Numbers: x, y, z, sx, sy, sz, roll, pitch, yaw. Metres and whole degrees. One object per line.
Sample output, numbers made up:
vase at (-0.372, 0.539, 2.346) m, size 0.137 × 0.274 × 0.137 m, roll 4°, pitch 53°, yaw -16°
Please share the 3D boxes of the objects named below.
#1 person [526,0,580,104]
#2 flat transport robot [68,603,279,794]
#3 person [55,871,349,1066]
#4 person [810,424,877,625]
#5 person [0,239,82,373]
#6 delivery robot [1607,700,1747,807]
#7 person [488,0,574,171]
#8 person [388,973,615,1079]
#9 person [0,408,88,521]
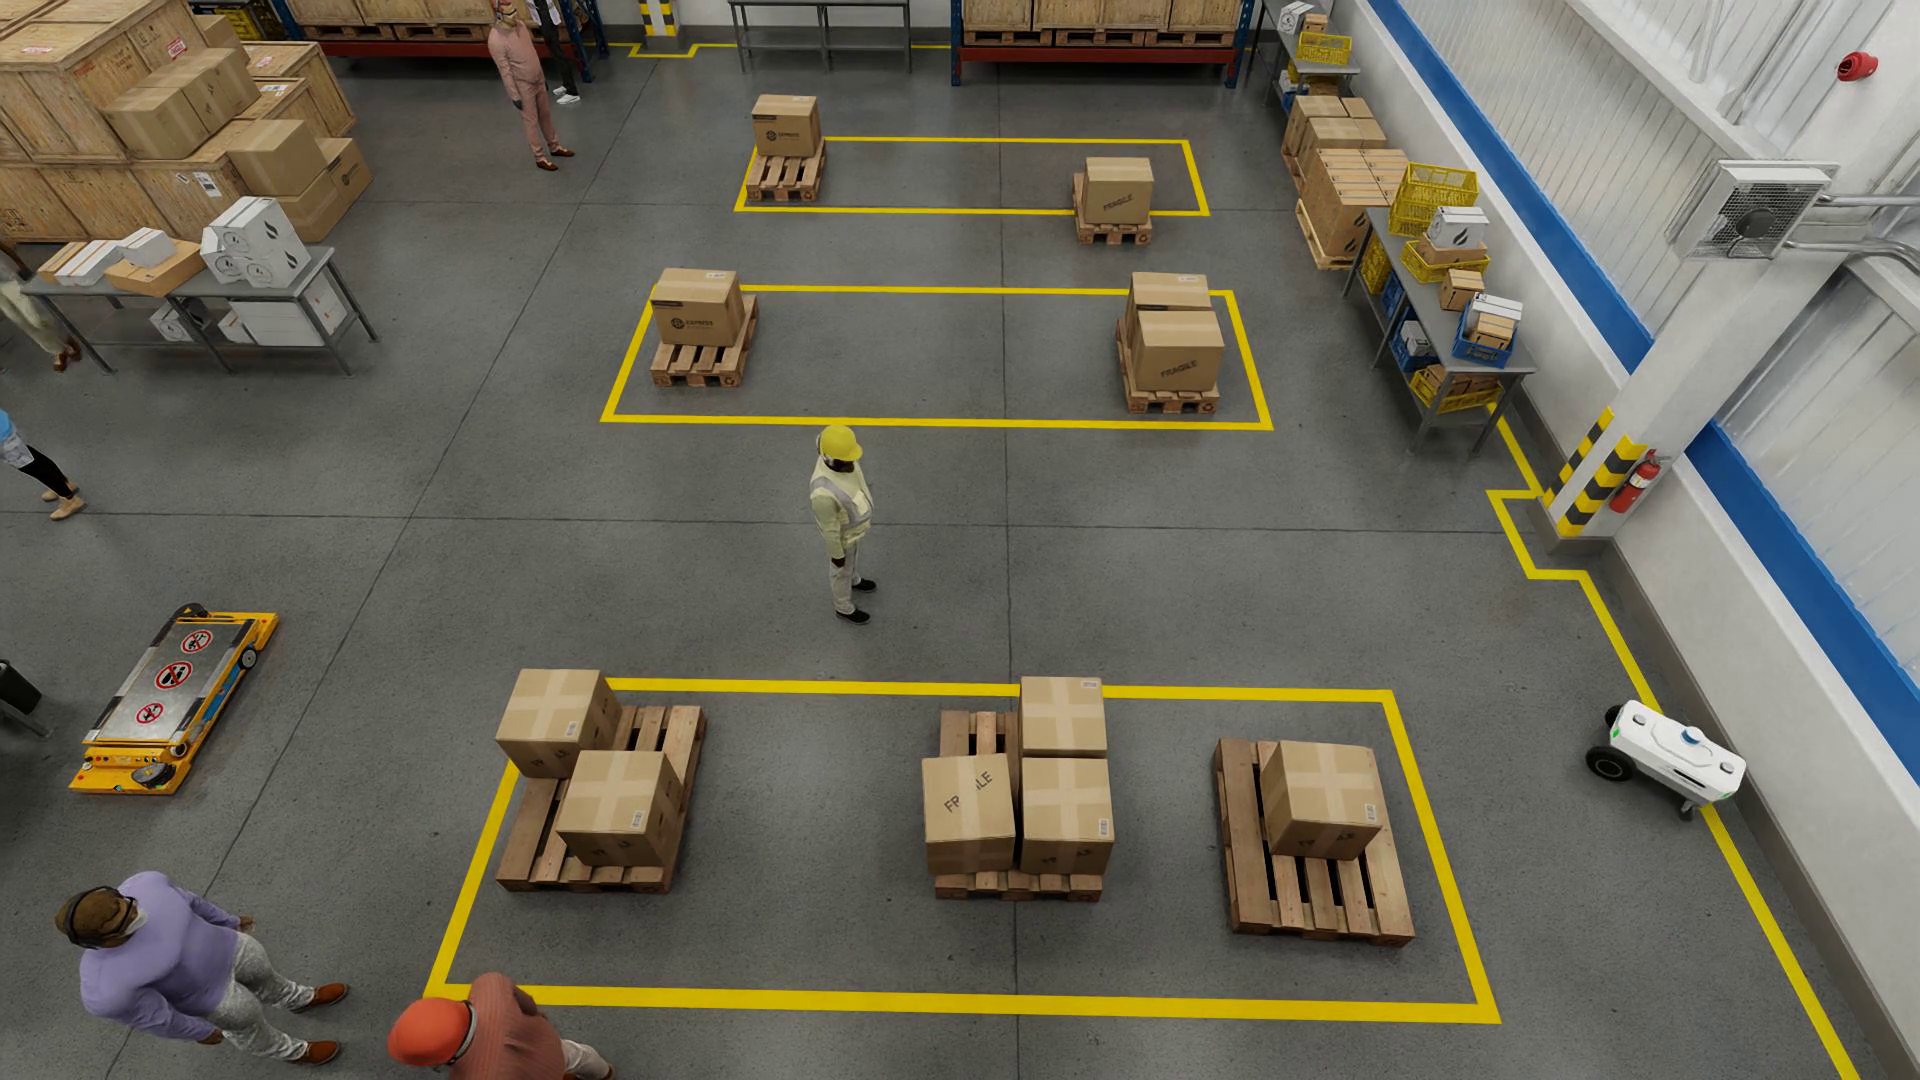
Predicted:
person at (-5.419, -6.771, 12.007) m, size 0.382 × 1.918 × 0.595 m, roll -18°, pitch 52°, yaw -15°
flat transport robot at (-5.504, 1.072, 6.442) m, size 0.652 × 0.197 × 1.431 m, roll 1°, pitch 50°, yaw 1°
person at (-3.654, 2.119, 4.471) m, size 0.355 × 1.937 × 0.635 m, roll -11°, pitch 51°, yaw -9°
person at (-0.798, -0.114, 6.431) m, size 0.403 × 1.828 × 0.596 m, roll 6°, pitch 50°, yaw 5°
person at (-8.726, -2.307, 8.279) m, size 0.568 × 1.845 × 0.422 m, roll -20°, pitch 53°, yaw -16°
delivery robot at (4.628, 1.371, 5.945) m, size 0.707 × 0.478 × 0.477 m, roll 34°, pitch 58°, yaw 25°
person at (-5.099, -5.378, 10.842) m, size 0.401 × 1.899 × 0.645 m, roll 12°, pitch 51°, yaw 10°
person at (-2.000, 2.434, 4.168) m, size 0.393 × 1.995 × 0.612 m, roll -8°, pitch 50°, yaw -7°
person at (-7.562, -0.843, 7.135) m, size 0.321 × 1.693 × 0.530 m, roll -34°, pitch 57°, yaw -25°
